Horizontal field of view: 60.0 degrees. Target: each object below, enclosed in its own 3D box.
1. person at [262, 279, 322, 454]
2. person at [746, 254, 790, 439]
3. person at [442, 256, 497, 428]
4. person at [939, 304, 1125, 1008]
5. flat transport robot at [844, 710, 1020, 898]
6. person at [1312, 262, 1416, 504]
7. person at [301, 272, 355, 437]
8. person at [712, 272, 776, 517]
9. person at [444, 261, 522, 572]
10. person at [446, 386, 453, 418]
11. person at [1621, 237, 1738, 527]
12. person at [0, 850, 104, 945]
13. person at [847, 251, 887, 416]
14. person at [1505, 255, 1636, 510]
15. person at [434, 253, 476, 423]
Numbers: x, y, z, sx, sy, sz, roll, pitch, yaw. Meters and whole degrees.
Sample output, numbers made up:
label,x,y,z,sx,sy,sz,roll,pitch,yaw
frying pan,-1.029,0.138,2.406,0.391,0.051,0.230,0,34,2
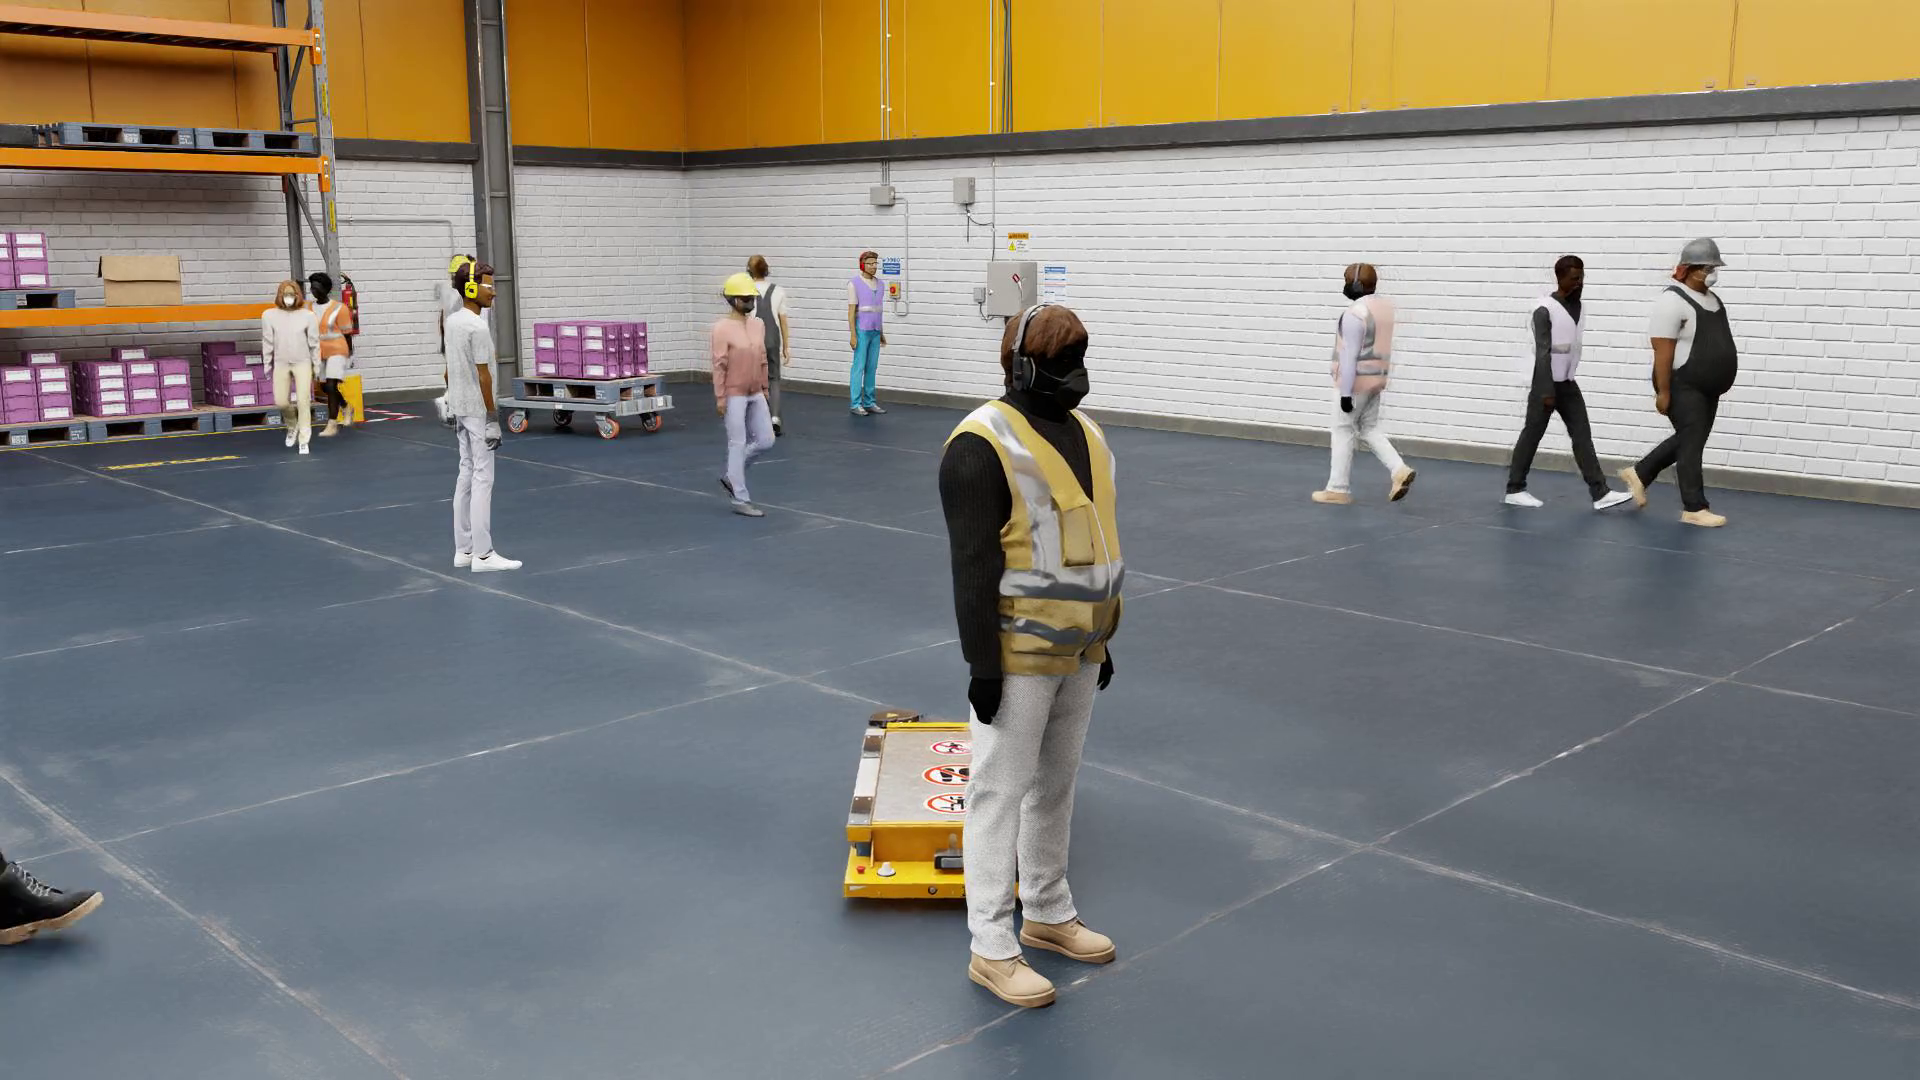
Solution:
label,x,y,z,sx,sy,sz,roll,pitch,yaw
person,-6.186,-1.605,15.435,0.520,1.616,0.405,-2,11,-12
person,-1.956,-1.884,16.368,0.548,1.834,0.390,-4,11,-19
person,-5.218,-2.106,17.654,0.608,1.811,0.739,8,13,37
person,0.223,0.295,4.476,0.429,1.845,0.621,8,13,36
flat transport robot,-0.020,0.864,5.663,0.652,0.197,1.431,0,10,0
person,3.028,-1.153,12.415,0.692,1.827,0.635,10,14,42
person,-6.402,-1.904,16.973,0.538,1.669,0.762,2,11,13
person,-1.583,-1.047,12.012,0.413,1.754,0.542,7,13,35
person,-2.922,-0.741,10.066,0.310,1.865,0.532,-9,14,-40
person,-5.509,-2.121,18.284,0.433,1.602,0.501,0,10,0
person,5.131,-1.150,11.818,0.694,2.000,0.871,-9,13,-39
person,-2.848,0.263,4.441,0.905,1.915,0.634,-2,11,-11
person,-1.064,-2.330,18.784,0.373,1.843,0.570,8,13,36
person,4.466,-1.131,12.178,0.596,1.864,0.990,-8,13,-38
person,-5.366,-2.114,17.660,0.533,1.839,0.663,5,12,26
